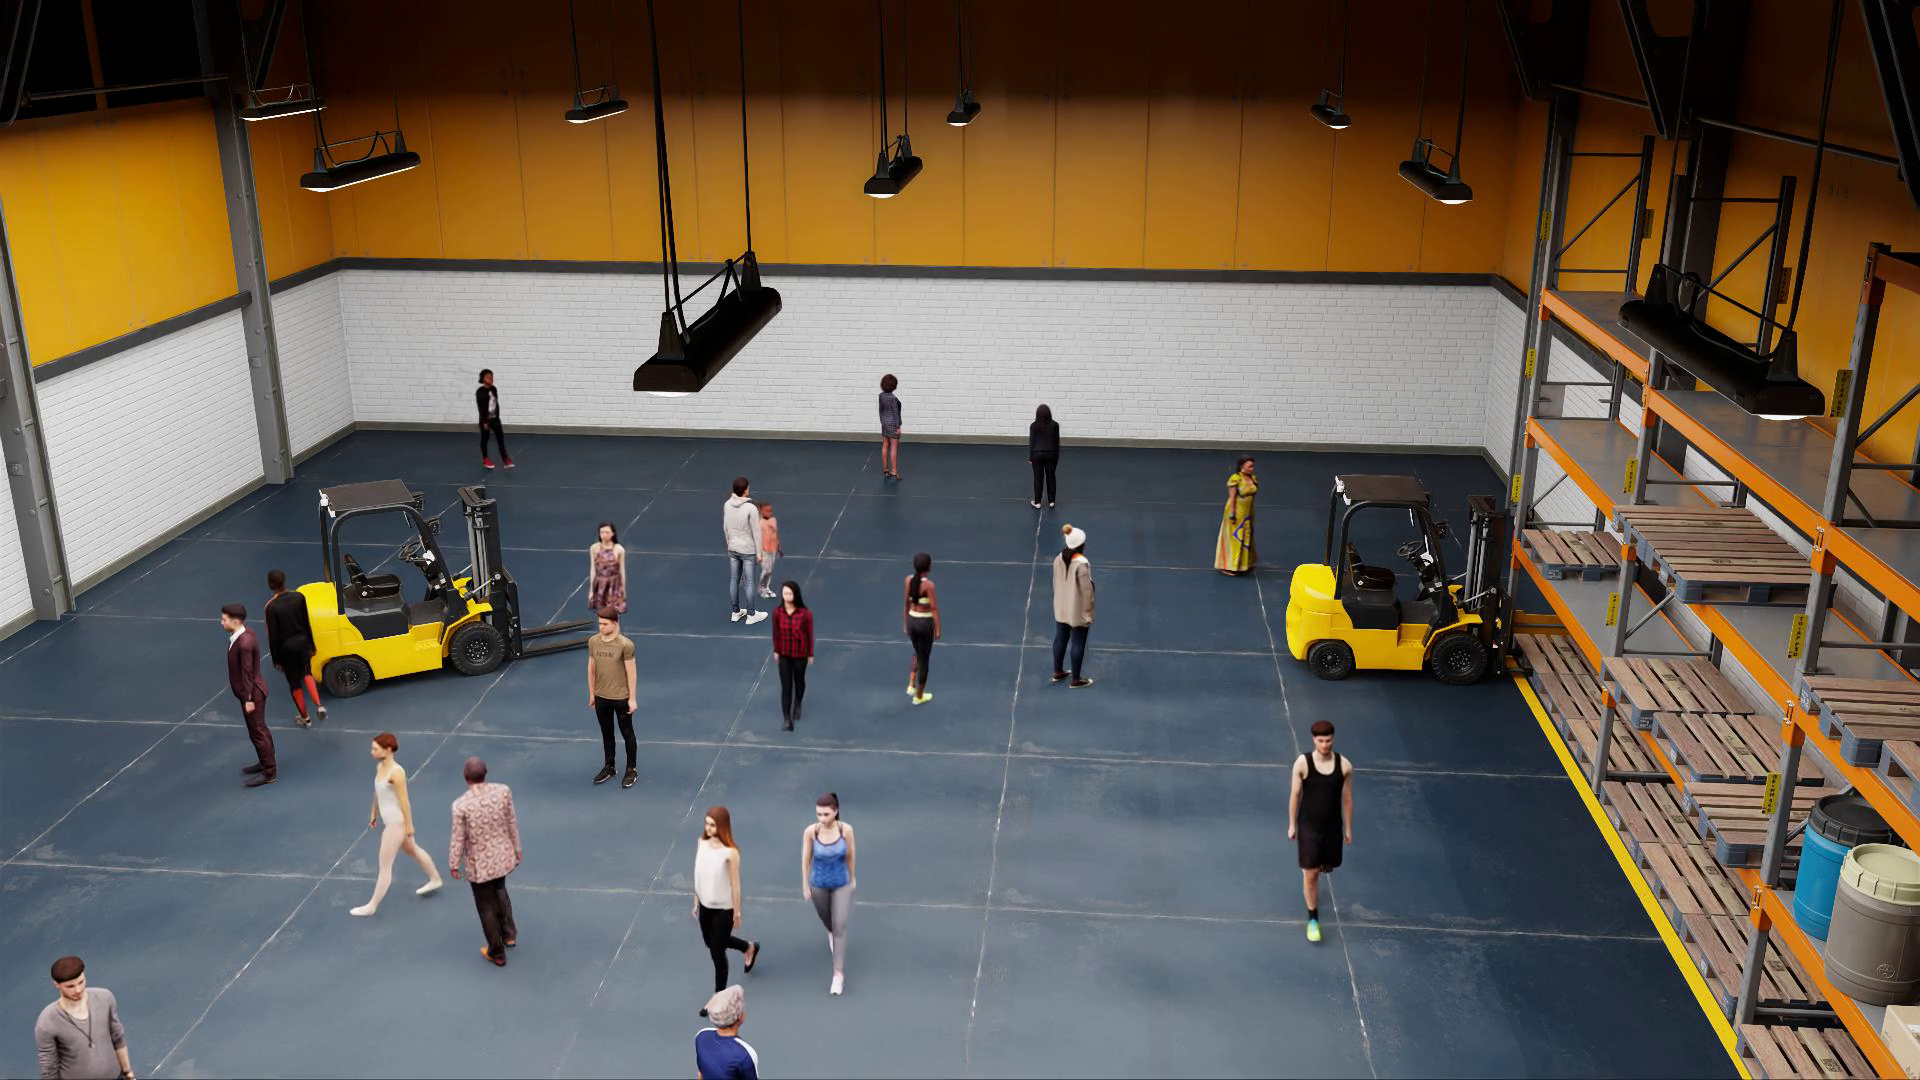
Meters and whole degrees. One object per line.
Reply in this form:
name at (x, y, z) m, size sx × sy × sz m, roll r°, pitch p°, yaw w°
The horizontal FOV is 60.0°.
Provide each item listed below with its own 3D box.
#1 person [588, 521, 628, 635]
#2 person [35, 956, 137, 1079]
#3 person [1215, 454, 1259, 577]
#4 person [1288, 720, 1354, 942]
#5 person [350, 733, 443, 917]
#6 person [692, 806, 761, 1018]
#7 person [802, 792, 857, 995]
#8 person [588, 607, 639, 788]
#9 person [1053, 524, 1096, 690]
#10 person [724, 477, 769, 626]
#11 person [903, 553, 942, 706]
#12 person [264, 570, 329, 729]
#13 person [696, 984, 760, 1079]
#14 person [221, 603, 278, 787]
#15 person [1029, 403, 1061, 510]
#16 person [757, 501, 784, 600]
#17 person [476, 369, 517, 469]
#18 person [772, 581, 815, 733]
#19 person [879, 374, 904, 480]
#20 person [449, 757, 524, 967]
person at (-4.065, 0.595, 19.335) m, size 0.627 × 1.762 × 0.812 m, roll 1°, pitch 19°, yaw 3°
person at (-5.534, 3.470, 10.580) m, size 0.820 × 1.900 × 0.696 m, roll 13°, pitch 23°, yaw 34°
person at (3.764, -0.356, 22.327) m, size 1.003 × 1.654 × 1.061 m, roll -15°, pitch 24°, yaw -37°
person at (3.014, 2.357, 13.940) m, size 0.726 × 1.865 × 1.111 m, roll 1°, pitch 19°, yaw 2°
person at (-4.753, 2.401, 14.237) m, size 1.091 × 1.593 × 1.031 m, roll -15°, pitch 24°, yaw -37°
person at (-1.818, 2.803, 12.871) m, size 0.922 × 1.703 × 1.047 m, roll 15°, pitch 24°, yaw 38°
person at (-1.038, 2.730, 13.297) m, size 0.621 × 1.570 × 1.089 m, roll 0°, pitch 19°, yaw -1°
person at (-3.416, 1.527, 16.426) m, size 0.712 × 1.851 × 0.633 m, roll 6°, pitch 19°, yaw 16°
person at (1.252, 0.726, 18.738) m, size 0.883 × 1.895 × 0.823 m, roll -15°, pitch 24°, yaw -38°
person at (-2.702, 0.115, 20.617) m, size 0.751 × 1.853 × 0.731 m, roll 10°, pitch 21°, yaw 28°
person at (-0.489, 0.997, 18.174) m, size 0.706 × 1.741 × 0.754 m, roll 13°, pitch 23°, yaw 34°
person at (-6.995, 1.183, 17.542) m, size 0.865 × 1.793 × 0.919 m, roll -17°, pitch 25°, yaw -40°
person at (-1.428, 3.598, 10.305) m, size 0.708 × 1.833 × 0.704 m, roll 11°, pitch 22°, yaw 30°
person at (-7.026, 1.501, 16.491) m, size 0.824 × 1.859 × 0.701 m, roll -8°, pitch 20°, yaw -23°
person at (1.275, -1.272, 25.110) m, size 0.720 × 1.615 × 0.725 m, roll -4°, pitch 19°, yaw -13°
person at (-2.537, 0.105, 21.516) m, size 0.650 × 1.298 × 0.589 m, roll 17°, pitch 25°, yaw 41°
person at (-7.735, -1.962, 27.107) m, size 0.967 × 1.648 × 0.970 m, roll 16°, pitch 24°, yaw 39°
person at (-1.767, 1.193, 17.777) m, size 0.630 × 1.622 × 1.013 m, roll 0°, pitch 19°, yaw 1°
person at (-1.116, -1.811, 26.574) m, size 0.753 × 1.703 × 0.696 m, roll -15°, pitch 24°, yaw -38°
person at (-3.740, 2.600, 13.332) m, size 0.885 × 1.794 × 0.797 m, roll 17°, pitch 25°, yaw 41°
